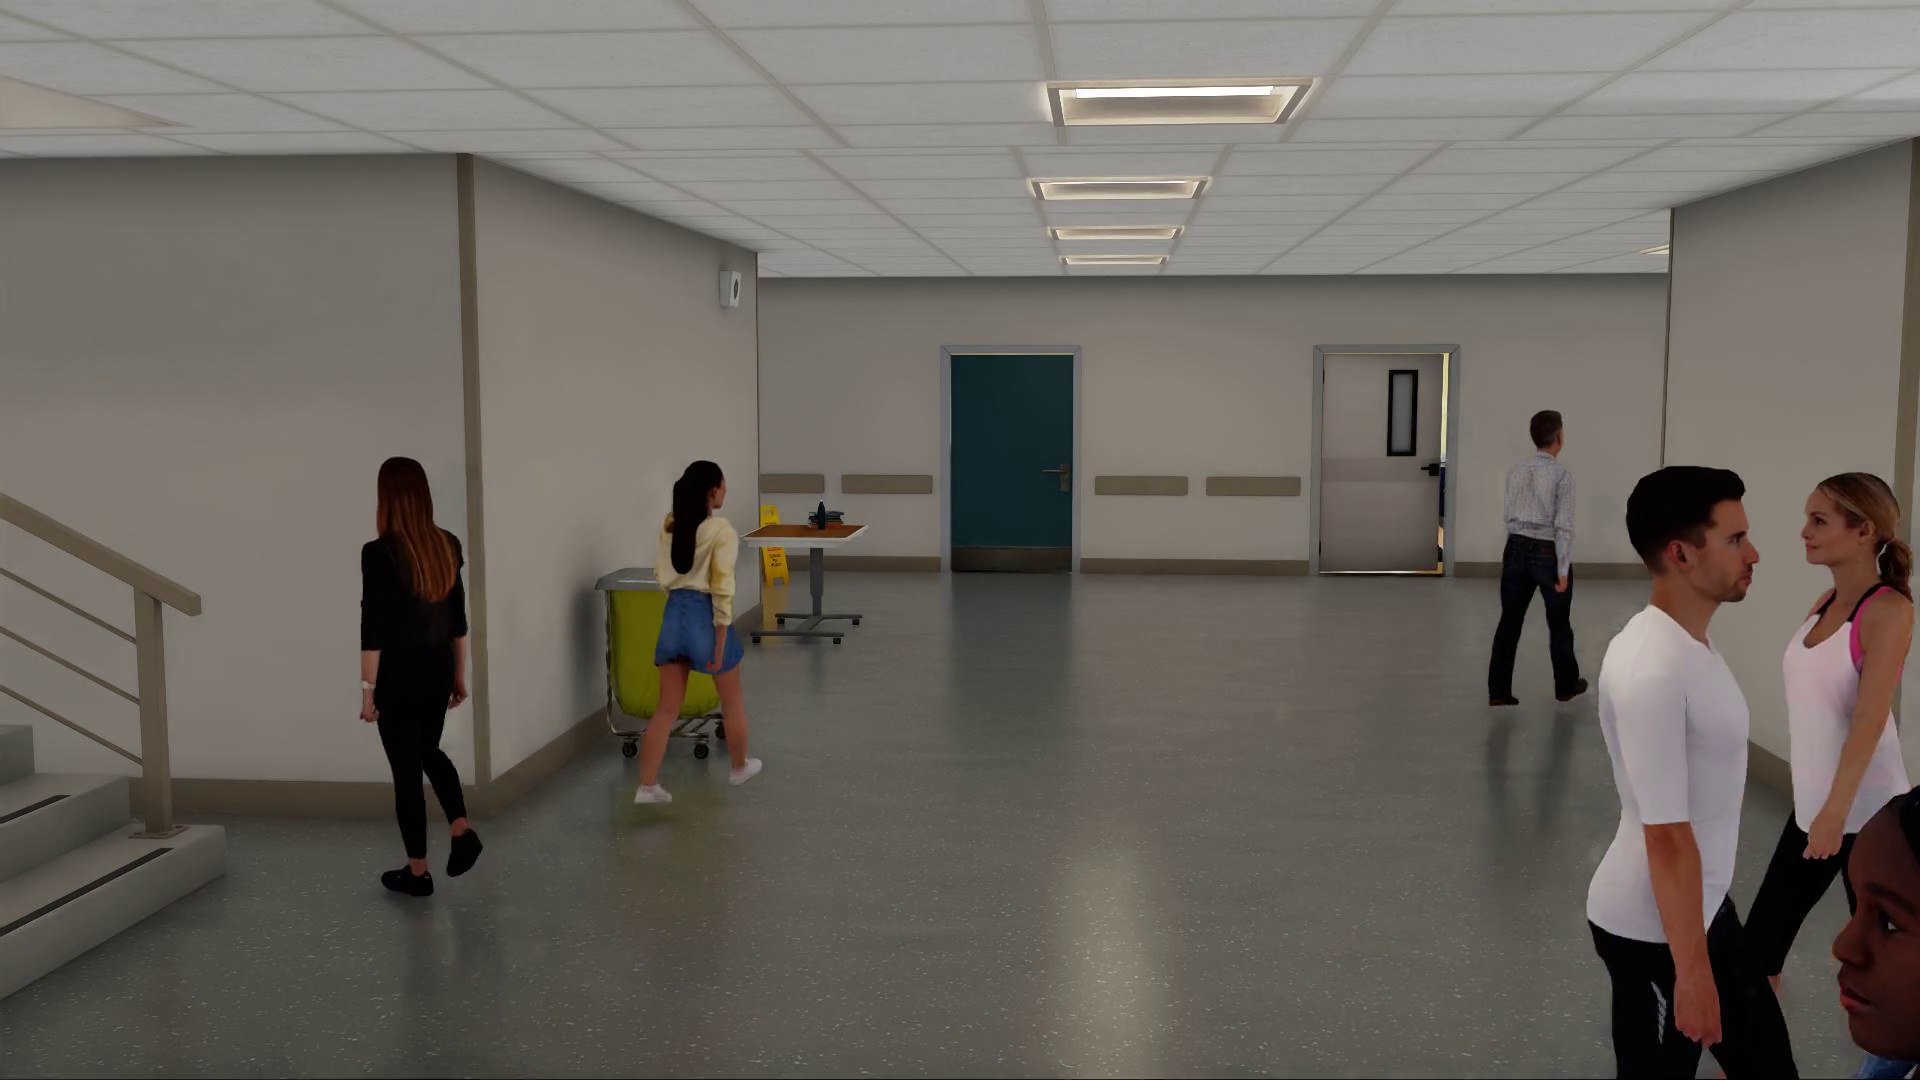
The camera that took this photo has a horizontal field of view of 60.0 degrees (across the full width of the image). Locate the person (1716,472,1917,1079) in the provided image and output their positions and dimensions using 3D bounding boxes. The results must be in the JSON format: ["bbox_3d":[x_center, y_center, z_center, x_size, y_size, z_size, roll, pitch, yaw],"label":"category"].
[{"bbox_3d":[2.345,0.735,4.183,0.948,1.756,0.648,0,6,0],"label":"person"}]

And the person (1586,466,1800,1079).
[{"bbox_3d":[1.374,0.769,3.435,0.827,1.838,0.821,4,7,33],"label":"person"}]

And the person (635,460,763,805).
[{"bbox_3d":[-1.279,0.469,7.687,1.167,1.583,0.925,2,6,23],"label":"person"}]

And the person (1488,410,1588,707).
[{"bbox_3d":[3.373,0.150,9.878,1.213,1.779,1.203,-5,8,-43],"label":"person"}]

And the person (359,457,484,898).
[{"bbox_3d":[-2.036,0.537,6.391,0.844,1.707,0.777,4,7,34],"label":"person"}]
